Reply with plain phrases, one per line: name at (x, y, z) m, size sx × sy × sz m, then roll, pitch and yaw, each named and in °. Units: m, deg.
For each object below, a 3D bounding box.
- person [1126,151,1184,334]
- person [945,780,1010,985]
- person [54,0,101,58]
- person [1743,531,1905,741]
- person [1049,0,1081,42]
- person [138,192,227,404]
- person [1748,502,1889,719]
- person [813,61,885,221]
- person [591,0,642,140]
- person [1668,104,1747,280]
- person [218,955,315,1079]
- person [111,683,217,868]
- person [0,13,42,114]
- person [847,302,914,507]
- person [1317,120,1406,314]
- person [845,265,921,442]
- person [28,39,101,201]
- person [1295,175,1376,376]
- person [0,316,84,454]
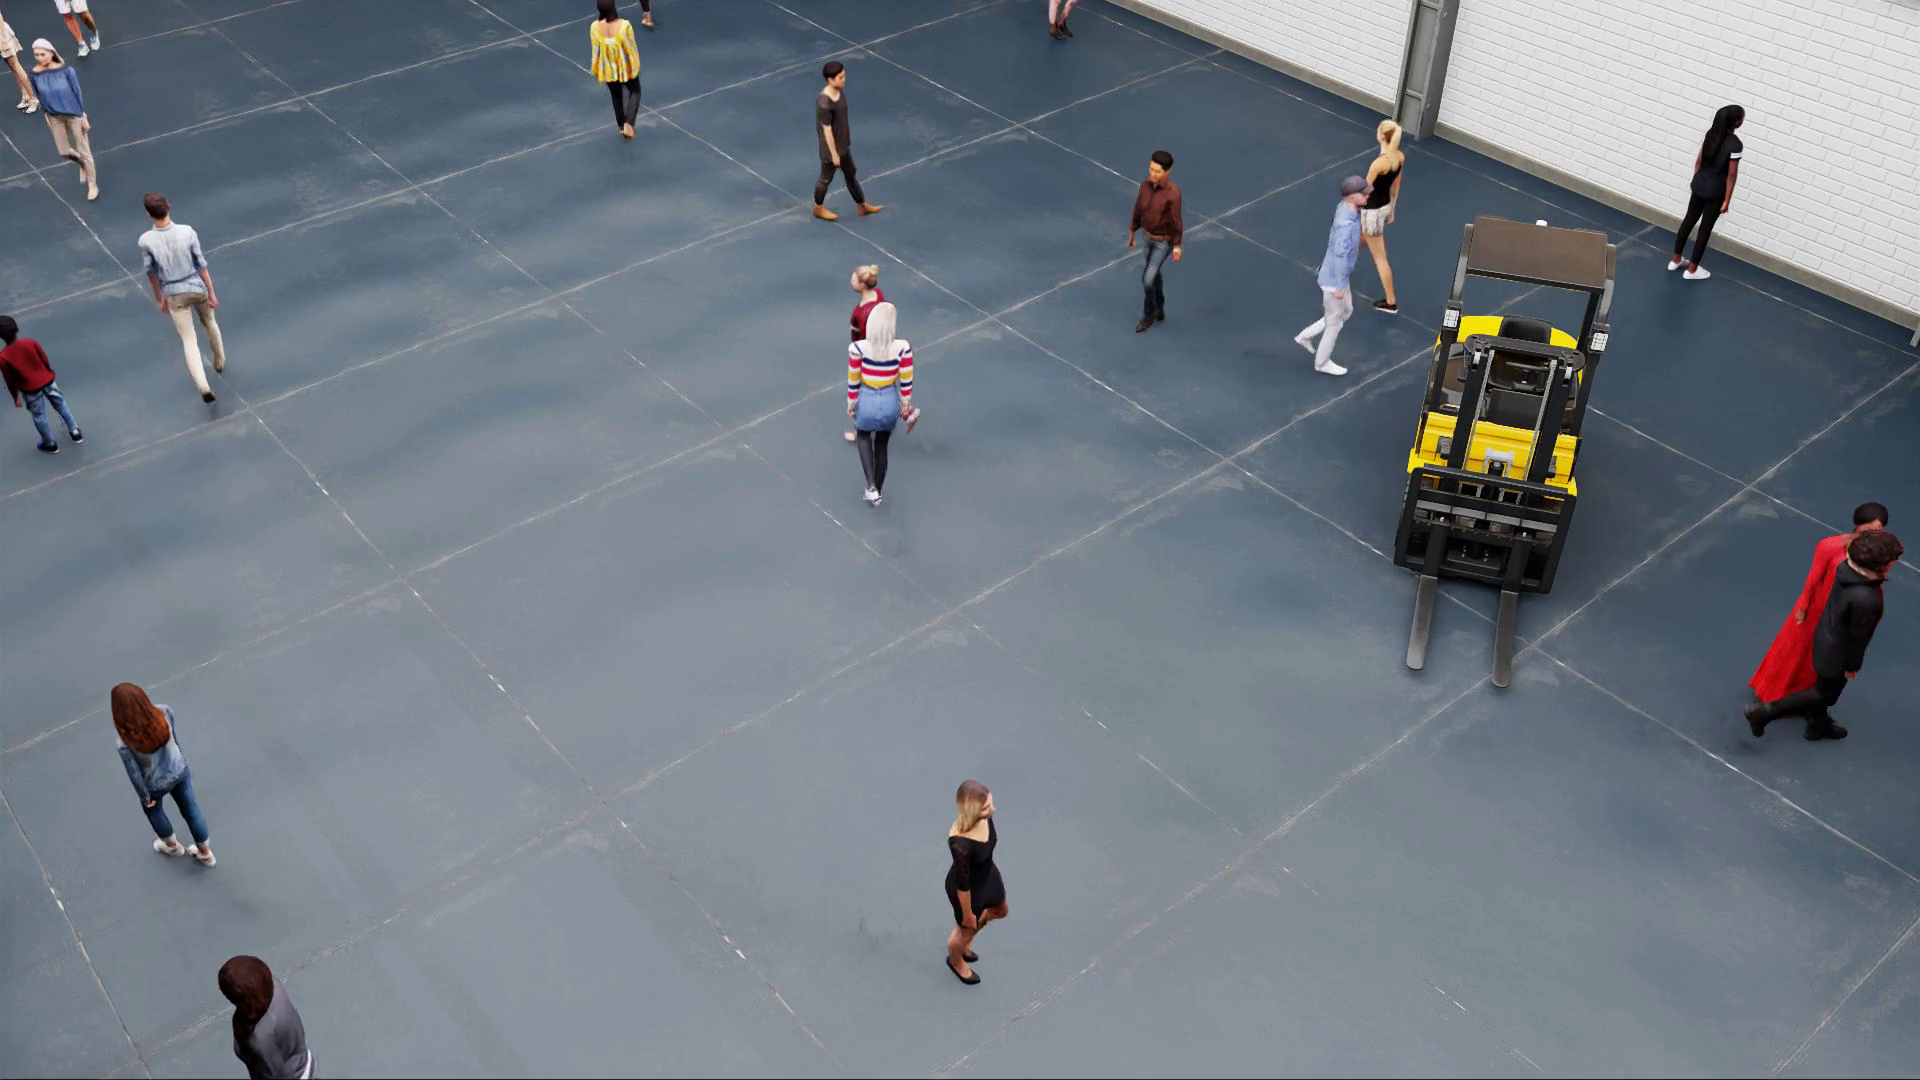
person at (1.849, -2.731, 15.056) m, size 0.735 × 1.761 × 0.590 m, roll -26°, pitch 45°, yaw -29°
person at (-0.009, 1.914, 9.318) m, size 0.710 × 1.663 × 0.682 m, roll 14°, pitch 41°, yaw 16°
person at (-10.797, -6.782, 20.067) m, size 0.854 × 1.837 × 0.863 m, roll -6°, pitch 39°, yaw -8°
person at (5.638, 0.678, 10.785) m, size 1.091 × 1.764 × 1.005 m, roll 4°, pitch 39°, yaw 5°
person at (1.185, -7.007, 20.453) m, size 0.634 × 1.708 × 0.585 m, roll -28°, pitch 46°, yaw -30°
person at (-6.582, -2.038, 14.147) m, size 0.892 × 1.813 × 1.272 m, roll -15°, pitch 41°, yaw -18°
person at (5.748, 0.465, 11.038) m, size 0.734 × 1.790 × 0.780 m, roll 0°, pitch 39°, yaw -1°
person at (-1.341, -3.989, 16.694) m, size 1.087 × 1.682 × 0.934 m, roll 12°, pitch 40°, yaw 15°
person at (-3.731, -5.105, 18.123) m, size 0.885 × 1.643 × 0.944 m, roll 2°, pitch 39°, yaw 3°
person at (7.135, -3.326, 15.827) m, size 0.730 × 1.729 × 0.579 m, roll -15°, pitch 41°, yaw -18°
person at (-3.289, 2.650, 8.326) m, size 0.912 × 1.751 × 0.978 m, roll -10°, pitch 40°, yaw -13°
person at (-4.771, 1.452, 10.057) m, size 0.747 × 1.463 × 0.663 m, roll 23°, pitch 44°, yaw 26°
person at (-10.815, -5.675, 18.764) m, size 0.653 × 1.733 × 0.482 m, roll -30°, pitch 47°, yaw -32°
person at (-0.625, -0.983, 12.843) m, size 0.827 × 1.792 × 0.868 m, roll -6°, pitch 39°, yaw -7°
person at (3.889, -2.951, 15.308) m, size 1.209 × 1.789 × 0.674 m, roll 32°, pitch 48°, yaw 33°
person at (-0.669, -1.476, 13.546) m, size 0.998 × 1.684 × 0.914 m, roll 6°, pitch 39°, yaw 8°
person at (-9.195, -4.384, 17.194) m, size 0.803 × 1.687 × 0.891 m, roll -6°, pitch 39°, yaw -7°
person at (3.190, -2.296, 14.416) m, size 0.897 × 1.880 × 0.835 m, roll 10°, pitch 40°, yaw 12°
person at (-7.584, -1.281, 13.652) m, size 0.568 × 1.247 × 0.596 m, roll 27°, pitch 46°, yaw 29°
